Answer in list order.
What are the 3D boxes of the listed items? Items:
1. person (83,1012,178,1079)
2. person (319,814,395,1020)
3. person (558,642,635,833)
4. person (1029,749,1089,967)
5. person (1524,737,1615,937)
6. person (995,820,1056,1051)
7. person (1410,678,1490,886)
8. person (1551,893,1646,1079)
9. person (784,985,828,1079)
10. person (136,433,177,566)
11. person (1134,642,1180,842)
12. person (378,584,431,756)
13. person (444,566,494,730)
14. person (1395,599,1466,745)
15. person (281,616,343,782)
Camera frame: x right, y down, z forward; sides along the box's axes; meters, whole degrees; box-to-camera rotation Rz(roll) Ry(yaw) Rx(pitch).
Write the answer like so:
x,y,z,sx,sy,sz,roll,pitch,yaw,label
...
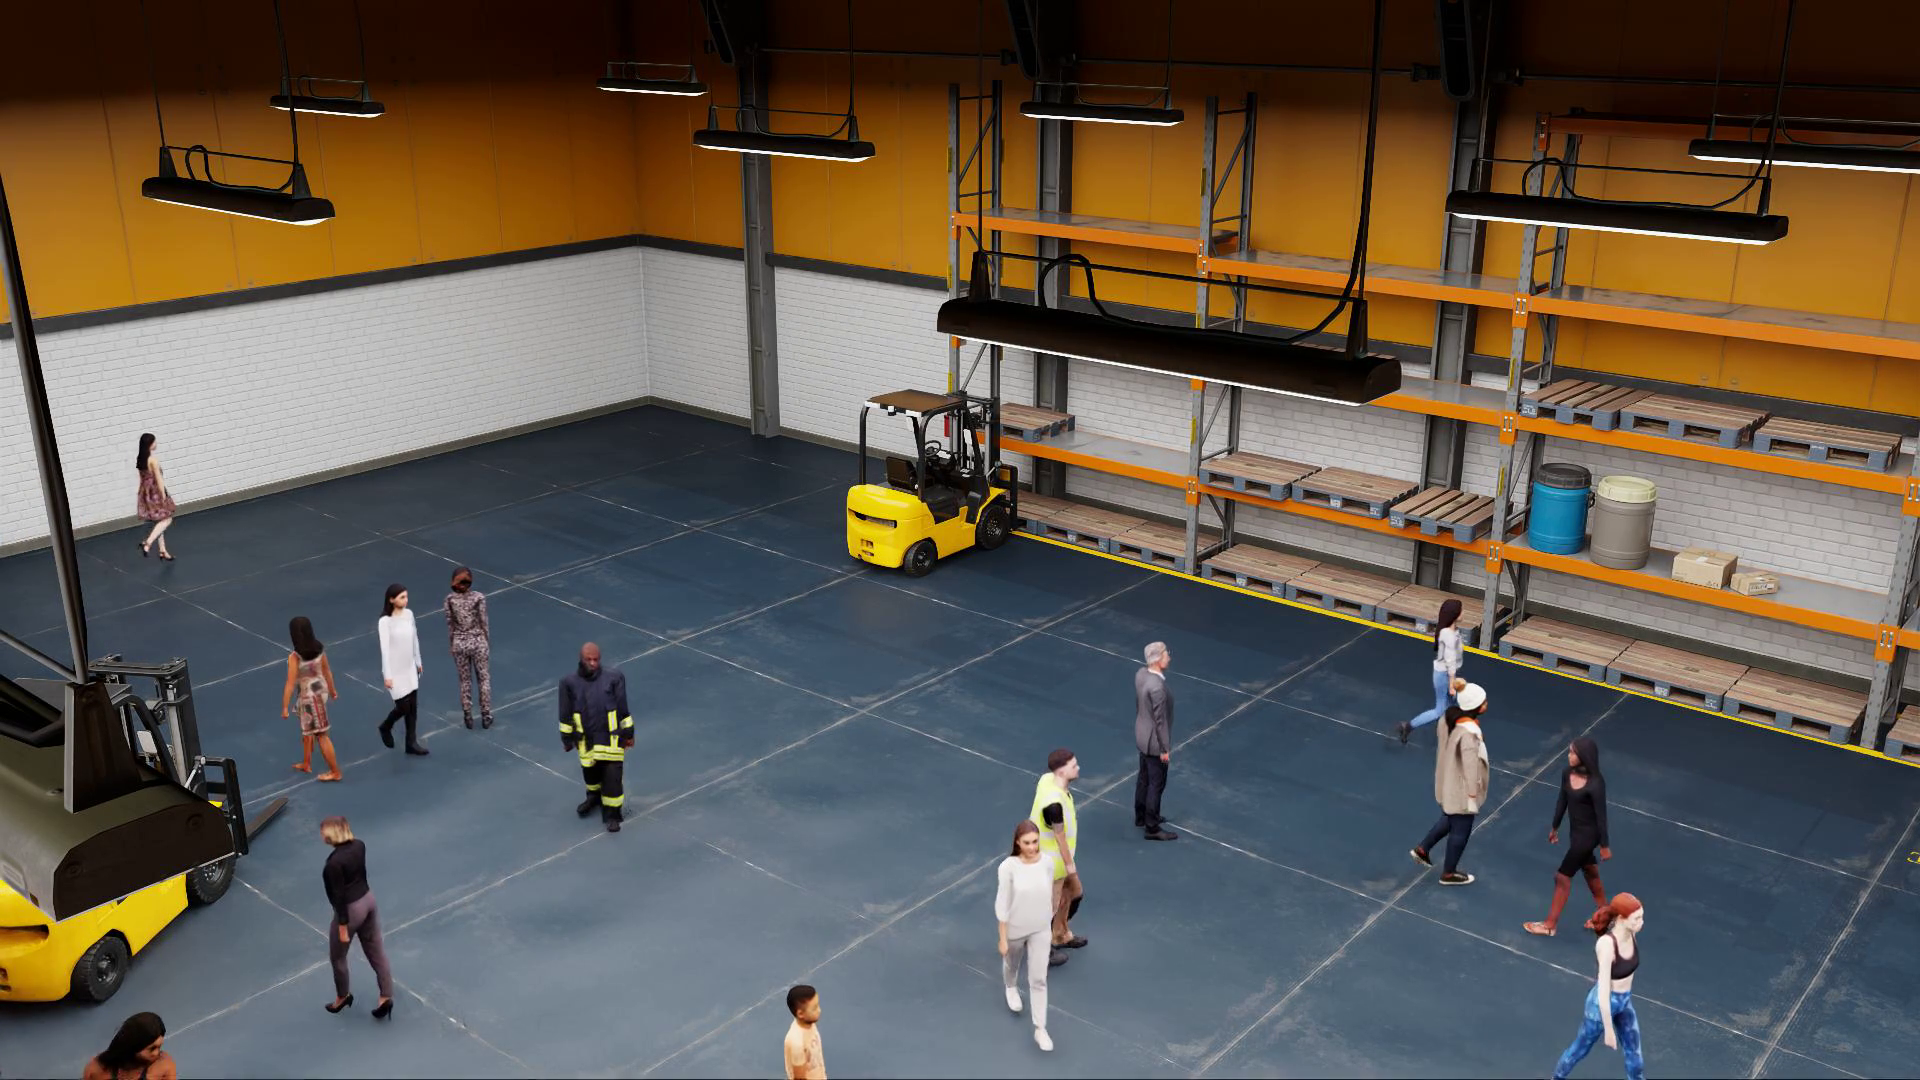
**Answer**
x,y,z,sx,sy,sz,roll,pitch,yaw,label
-4.829,3.518,9.626,0.941,1.778,0.913,-1,19,-2,person
-4.313,2.761,12.085,0.915,1.642,0.827,4,19,12,person
-3.259,1.702,15.020,1.203,1.775,1.250,1,19,4,person
0.640,2.437,12.759,0.955,1.826,0.894,1,19,4,person
5.020,2.372,13.184,1.078,1.678,1.055,-5,19,-15,person
0.440,2.771,12.050,0.996,1.645,1.164,-5,19,-15,person
4.078,2.022,13.913,0.971,1.876,0.911,-2,19,-6,person
4.171,3.102,10.931,0.734,1.732,1.225,-15,24,-38,person
-1.021,3.443,10.376,1.016,1.439,0.820,3,19,10,person
-10.520,-0.494,21.562,0.785,1.762,0.750,10,21,28,person
1.729,1.752,14.766,0.864,1.842,0.767,-4,19,-13,person
-5.527,1.277,16.254,0.830,1.794,0.735,8,20,23,person
-4.991,1.089,16.938,0.660,1.712,0.718,-2,19,-6,person
4.685,1.355,16.303,1.026,1.614,0.848,4,19,13,person
-6.076,1.520,15.803,0.973,1.620,0.910,4,19,12,person
